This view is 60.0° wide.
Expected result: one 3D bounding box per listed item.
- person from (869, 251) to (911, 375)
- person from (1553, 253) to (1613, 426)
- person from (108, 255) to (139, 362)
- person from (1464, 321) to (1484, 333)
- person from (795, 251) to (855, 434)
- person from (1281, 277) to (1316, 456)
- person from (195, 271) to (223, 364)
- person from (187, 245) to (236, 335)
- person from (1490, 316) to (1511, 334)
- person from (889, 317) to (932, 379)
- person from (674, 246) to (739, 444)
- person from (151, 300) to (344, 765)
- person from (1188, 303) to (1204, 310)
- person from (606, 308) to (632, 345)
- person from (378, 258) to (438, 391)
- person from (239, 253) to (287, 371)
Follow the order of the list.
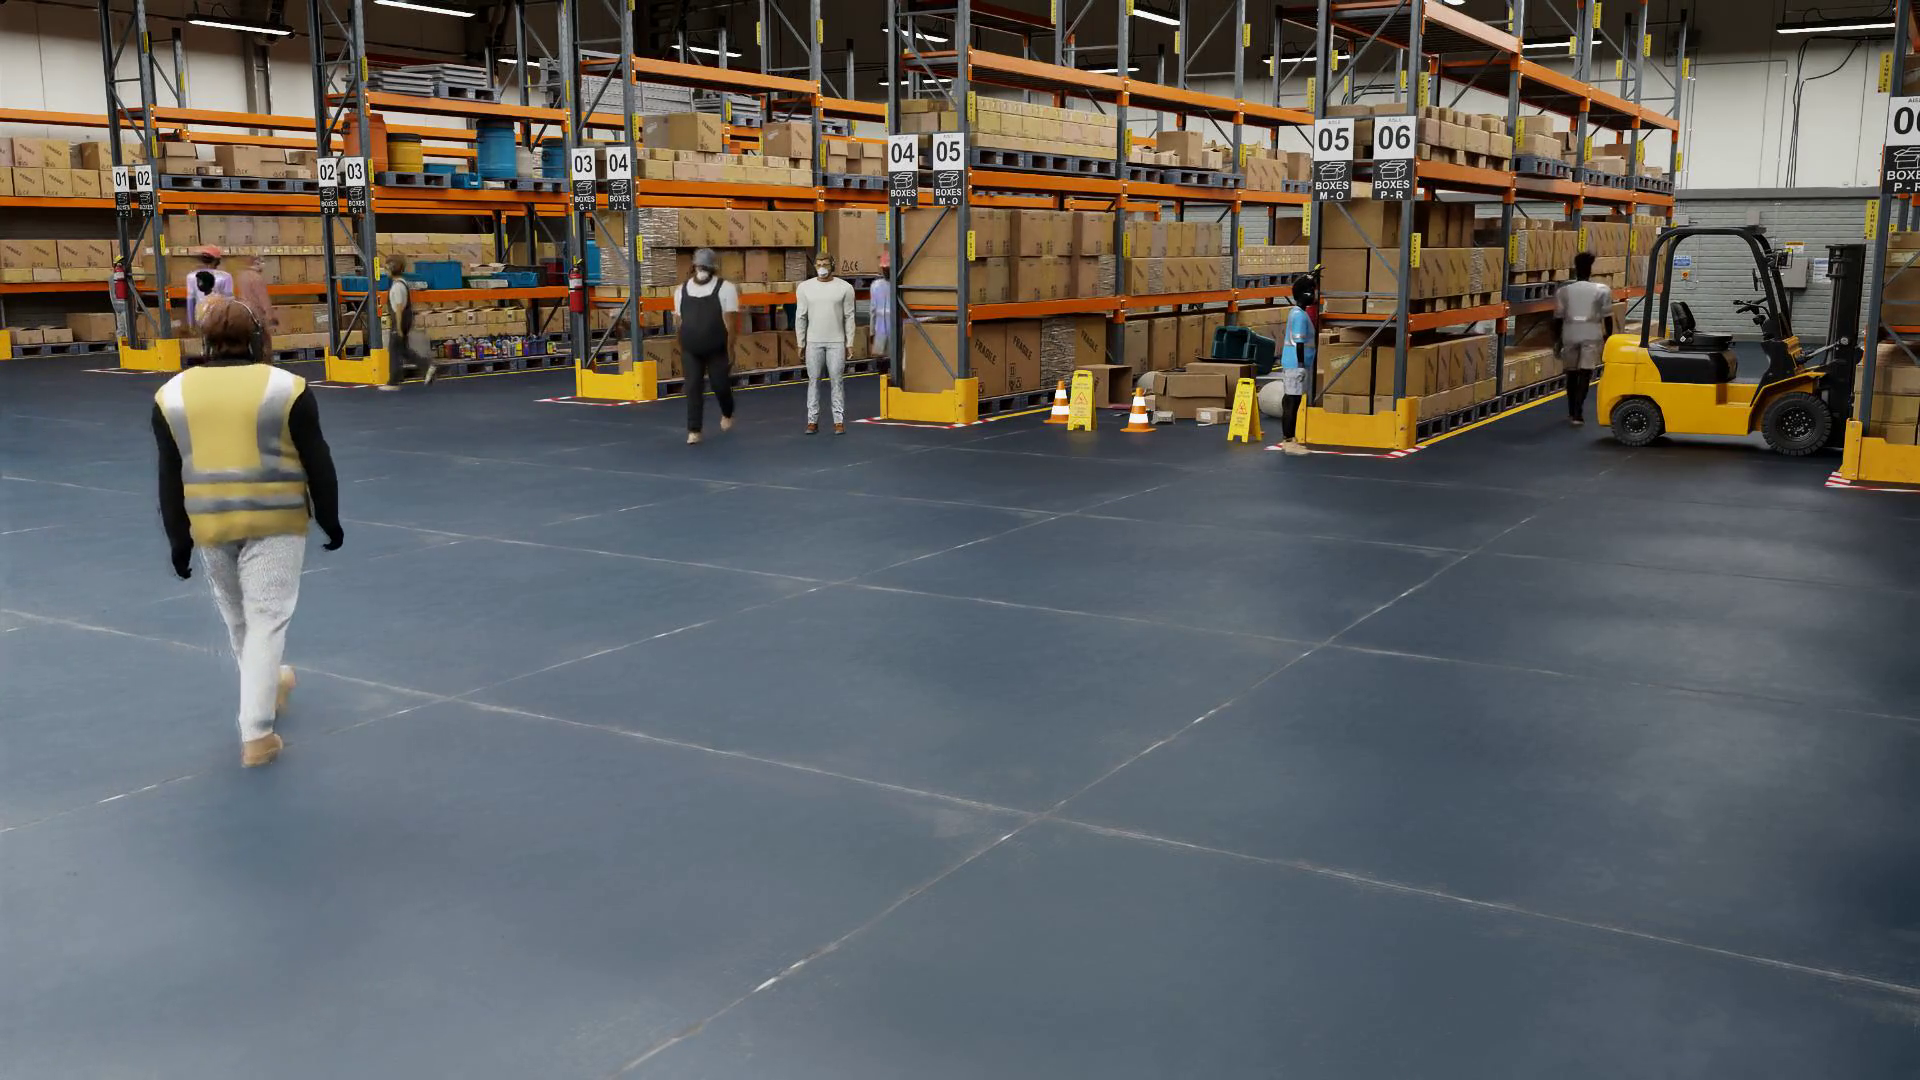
[{"bbox_3d":[-0.864,-2.580,20.455,0.563,1.928,0.423,4,11,22],"label":"person"},{"bbox_3d":[6.986,-2.253,18.674,0.612,1.924,0.971,7,12,34],"label":"person"},{"bbox_3d":[-14.165,-3.927,28.266,0.591,1.833,0.403,6,12,30],"label":"person"},{"bbox_3d":[9.873,-4.515,31.640,0.545,1.808,0.729,-2,10,-12],"label":"person"},{"bbox_3d":[-1.428,-2.085,17.651,0.635,1.938,0.359,0,10,-1],"label":"person"},{"bbox_3d":[3.242,-1.661,15.948,0.321,1.699,0.535,1,10,7],"label":"person"},{"bbox_3d":[-9.573,-2.636,21.476,0.593,1.680,0.532,-9,14,-42],"label":"person"},{"bbox_3d":[-10.157,-3.022,22.746,0.611,1.988,1.029,1,10,3],"label":"person"},{"bbox_3d":[10.296,-4.572,31.725,0.645,1.901,0.862,9,13,40],"label":"person"},{"bbox_3d":[-0.654,-3.298,24.741,0.583,1.827,0.990,6,12,30],"label":"person"},{"bbox_3d":[-2.591,-2.029,17.057,0.685,2.000,0.808,1,10,6],"label":"person"},{"bbox_3d":[-2.839,-0.063,6.738,0.624,1.792,0.953,0,10,-1],"label":"person"},{"bbox_3d":[5.550,-5.905,38.887,0.612,1.997,0.375,10,14,43],"label":"person"},{"bbox_3d":[-6.399,-4.514,31.329,0.555,1.923,0.595,7,12,33],"label":"person"},{"bbox_3d":[-7.621,-2.948,22.813,0.715,1.829,0.519,-1,10,-4],"label":"person"},{"bbox_3d":[-10.512,-3.375,25.067,0.852,1.877,0.661,-7,12,-35],"label":"person"}]
